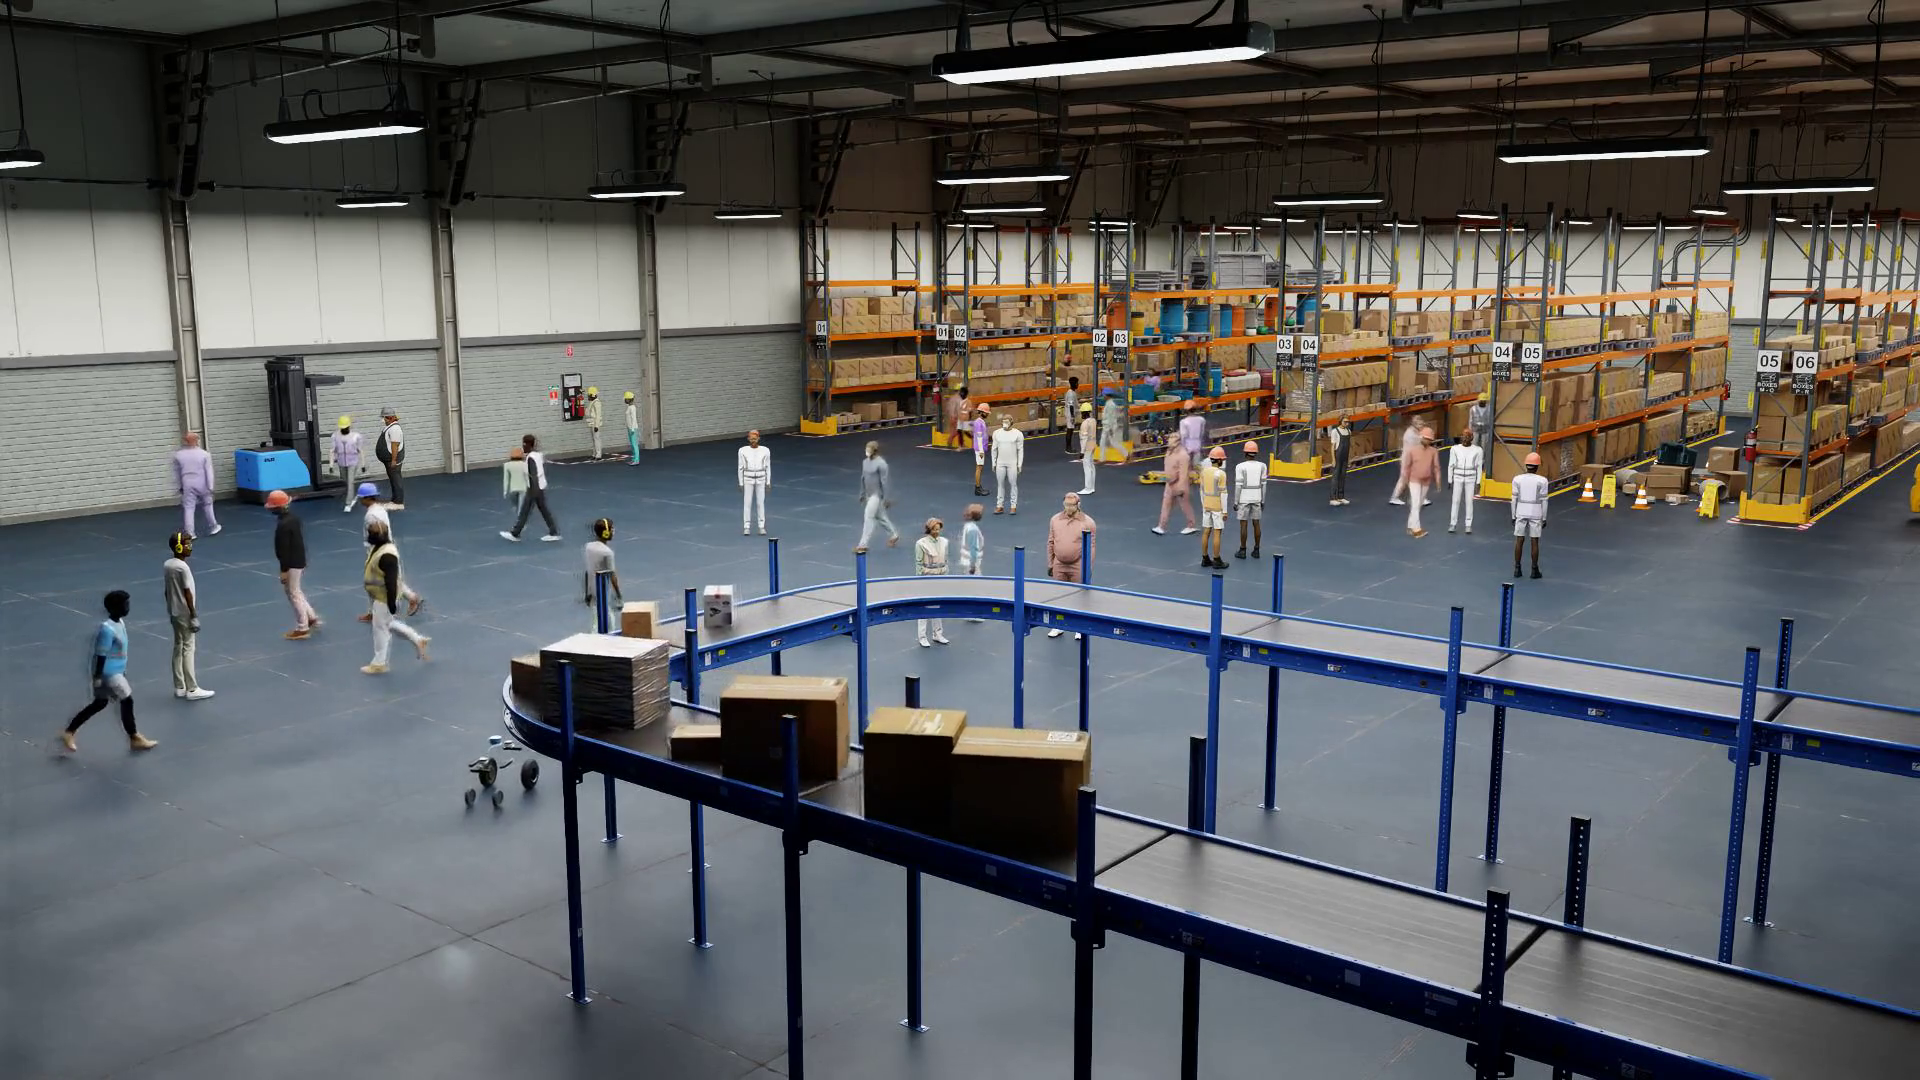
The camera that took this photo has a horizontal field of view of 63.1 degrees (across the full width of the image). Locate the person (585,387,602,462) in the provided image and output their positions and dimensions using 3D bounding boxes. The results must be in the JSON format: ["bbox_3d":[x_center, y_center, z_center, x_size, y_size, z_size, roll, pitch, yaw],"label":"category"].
[{"bbox_3d":[-8.953,-2.833,38.251,0.404,1.832,0.598,-5,11,-26],"label":"person"}]

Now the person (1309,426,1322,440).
[{"bbox_3d":[8.931,-3.014,39.172,0.530,1.869,0.311,9,13,41],"label":"person"}]

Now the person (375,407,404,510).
[{"bbox_3d":[-11.271,-1.617,30.944,0.536,2.000,0.676,-5,11,-27],"label":"person"}]

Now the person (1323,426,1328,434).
[{"bbox_3d":[10.297,-4.021,44.493,0.392,1.991,0.612,-9,14,-42],"label":"person"}]

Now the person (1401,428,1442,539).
[{"bbox_3d":[8.172,-1.003,27.635,0.619,1.939,0.983,-3,10,-15],"label":"person"}]

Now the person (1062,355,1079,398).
[{"bbox_3d":[3.295,-4.700,48.236,0.655,2.012,0.921,6,12,30],"label":"person"}]

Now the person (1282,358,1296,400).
[{"bbox_3d":[10.543,-4.963,49.990,0.571,1.920,0.430,8,13,37],"label":"person"}]

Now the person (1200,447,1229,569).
[{"bbox_3d":[4.071,-0.522,24.951,0.362,1.938,0.545,-7,12,-35],"label":"person"}]

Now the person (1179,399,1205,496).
[{"bbox_3d":[4.842,-1.908,32.497,0.628,2.027,0.638,-4,11,-21],"label":"person"}]

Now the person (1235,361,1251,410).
[{"bbox_3d":[9.324,-5.085,51.537,0.523,1.600,0.752,8,13,37],"label":"person"}]

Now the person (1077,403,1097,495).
[{"bbox_3d":[2.665,-1.920,32.842,0.371,1.929,0.584,5,11,25],"label":"person"}]

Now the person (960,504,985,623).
[{"bbox_3d":[0.154,0.316,21.095,0.396,1.619,0.530,-1,10,-4],"label":"person"}]

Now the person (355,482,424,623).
[{"bbox_3d":[-7.766,0.162,21.199,0.795,1.918,0.622,-1,10,-6],"label":"person"}]

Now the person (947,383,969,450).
[{"bbox_3d":[-0.059,-3.235,40.757,0.737,1.744,0.520,8,13,38],"label":"person"}]

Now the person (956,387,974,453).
[{"bbox_3d":[0.149,-3.095,40.157,0.540,1.682,0.540,-9,13,-40],"label":"person"}]

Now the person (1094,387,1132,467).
[{"bbox_3d":[3.645,-2.699,37.284,0.868,1.917,0.611,-1,10,-7],"label":"person"}]

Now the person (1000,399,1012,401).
[{"bbox_3d":[1.394,-4.516,47.428,0.635,1.936,0.352,10,14,43],"label":"person"}]

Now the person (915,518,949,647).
[{"bbox_3d":[-0.353,0.526,19.892,0.511,1.641,0.307,-8,13,-39],"label":"person"}]

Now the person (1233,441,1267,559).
[{"bbox_3d":[4.762,-0.668,25.771,0.552,1.936,0.358,-3,10,-14],"label":"person"}]

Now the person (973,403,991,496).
[{"bbox_3d":[0.466,-1.910,32.789,0.373,1.928,0.543,0,10,2],"label":"person"}]

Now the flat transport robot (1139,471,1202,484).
[{"bbox_3d":[4.731,-1.397,34.683,1.431,0.197,0.652,0,10,-1],"label":"flat transport robot"}]

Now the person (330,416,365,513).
[{"bbox_3d":[-12.030,-1.529,30.764,0.614,1.883,0.945,-1,10,-3],"label":"person"}]

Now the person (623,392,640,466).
[{"bbox_3d":[-7.899,-2.675,37.550,0.329,1.767,0.529,-3,11,-19],"label":"person"}]

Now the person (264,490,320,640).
[{"bbox_3d":[-8.634,0.317,20.173,0.527,1.961,0.650,-2,10,-14],"label":"person"}]

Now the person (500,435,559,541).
[{"bbox_3d":[-7.514,-0.902,27.281,1.007,1.861,0.622,-1,10,-6],"label":"person"}]

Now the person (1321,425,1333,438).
[{"bbox_3d":[10.132,-3.711,43.183,0.623,1.840,0.430,10,14,43],"label":"person"}]

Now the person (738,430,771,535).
[{"bbox_3d":[-3.669,-1.032,27.974,0.574,1.881,0.357,-2,10,-11],"label":"person"}]

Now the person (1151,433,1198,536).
[{"bbox_3d":[3.852,-0.983,27.828,0.980,1.850,0.654,-5,11,-26],"label":"person"}]

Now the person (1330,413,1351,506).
[{"bbox_3d":[7.650,-1.621,31.397,0.508,1.845,0.345,-7,12,-35],"label":"person"}]

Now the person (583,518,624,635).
[{"bbox_3d":[-4.180,0.642,18.692,0.547,1.828,0.841,10,14,44],"label":"person"}]

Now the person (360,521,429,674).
[{"bbox_3d":[-6.784,0.657,18.639,0.737,1.822,0.631,-5,11,-25],"label":"person"}]

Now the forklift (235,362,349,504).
[{"bbox_3d":[-13.803,-2.244,32.110,1.129,2.768,1.873,8,13,37],"label":"forklift"}]

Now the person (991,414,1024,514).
[{"bbox_3d":[0.911,-1.468,30.270,0.635,1.938,0.360,3,10,16],"label":"person"}]

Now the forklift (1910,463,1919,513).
[{"bbox_3d":[19.034,-1.348,28.998,2.313,2.155,1.214,8,13,37],"label":"forklift"}]

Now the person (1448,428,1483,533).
[{"bbox_3d":[9.093,-1.072,28.195,0.584,1.882,0.337,4,11,21],"label":"person"}]

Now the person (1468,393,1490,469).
[{"bbox_3d":[12.222,-2.540,36.694,0.597,1.803,0.790,4,11,21],"label":"person"}]

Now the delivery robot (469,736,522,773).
[{"bbox_3d":[-4.236,1.909,14.285,0.335,0.223,0.698,2,10,9],"label":"delivery robot"}]

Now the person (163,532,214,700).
[{"bbox_3d":[-8.674,0.841,17.492,0.521,1.864,0.334,8,13,38],"label":"person"}]

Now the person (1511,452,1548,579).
[{"bbox_3d":[8.799,-0.385,24.176,0.542,1.939,0.361,6,12,32],"label":"person"}]

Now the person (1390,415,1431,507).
[{"bbox_3d":[9.022,-1.578,31.187,0.846,1.842,0.674,9,13,41],"label":"person"}]

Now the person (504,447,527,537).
[{"bbox_3d":[-7.855,-0.872,27.890,0.511,1.585,0.882,0,10,-2],"label":"person"}]

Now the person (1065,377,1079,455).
[{"bbox_3d":[2.847,-3.180,39.825,0.373,1.966,0.607,0,10,2],"label":"person"}]

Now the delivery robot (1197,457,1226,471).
[{"bbox_3d":[5.643,-1.679,35.209,0.707,0.478,0.477,-6,12,-33],"label":"delivery robot"}]

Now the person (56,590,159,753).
[{"bbox_3d":[-8.532,1.310,15.500,0.853,1.646,0.536,-4,11,-22],"label":"person"}]

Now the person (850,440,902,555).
[{"bbox_3d":[-1.396,-0.743,26.348,1.017,1.904,0.637,-6,12,-32],"label":"person"}]

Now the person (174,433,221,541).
[{"bbox_3d":[-13.463,-0.959,27.629,0.671,1.859,0.907,-1,10,-5],"label":"person"}]

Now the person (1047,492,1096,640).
[{"bbox_3d":[1.422,0.328,20.249,0.643,1.910,0.411,4,11,22],"label":"person"}]

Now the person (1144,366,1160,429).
[{"bbox_3d":[5.637,-4.199,45.946,0.576,1.830,0.587,-9,14,-42],"label":"person"}]
